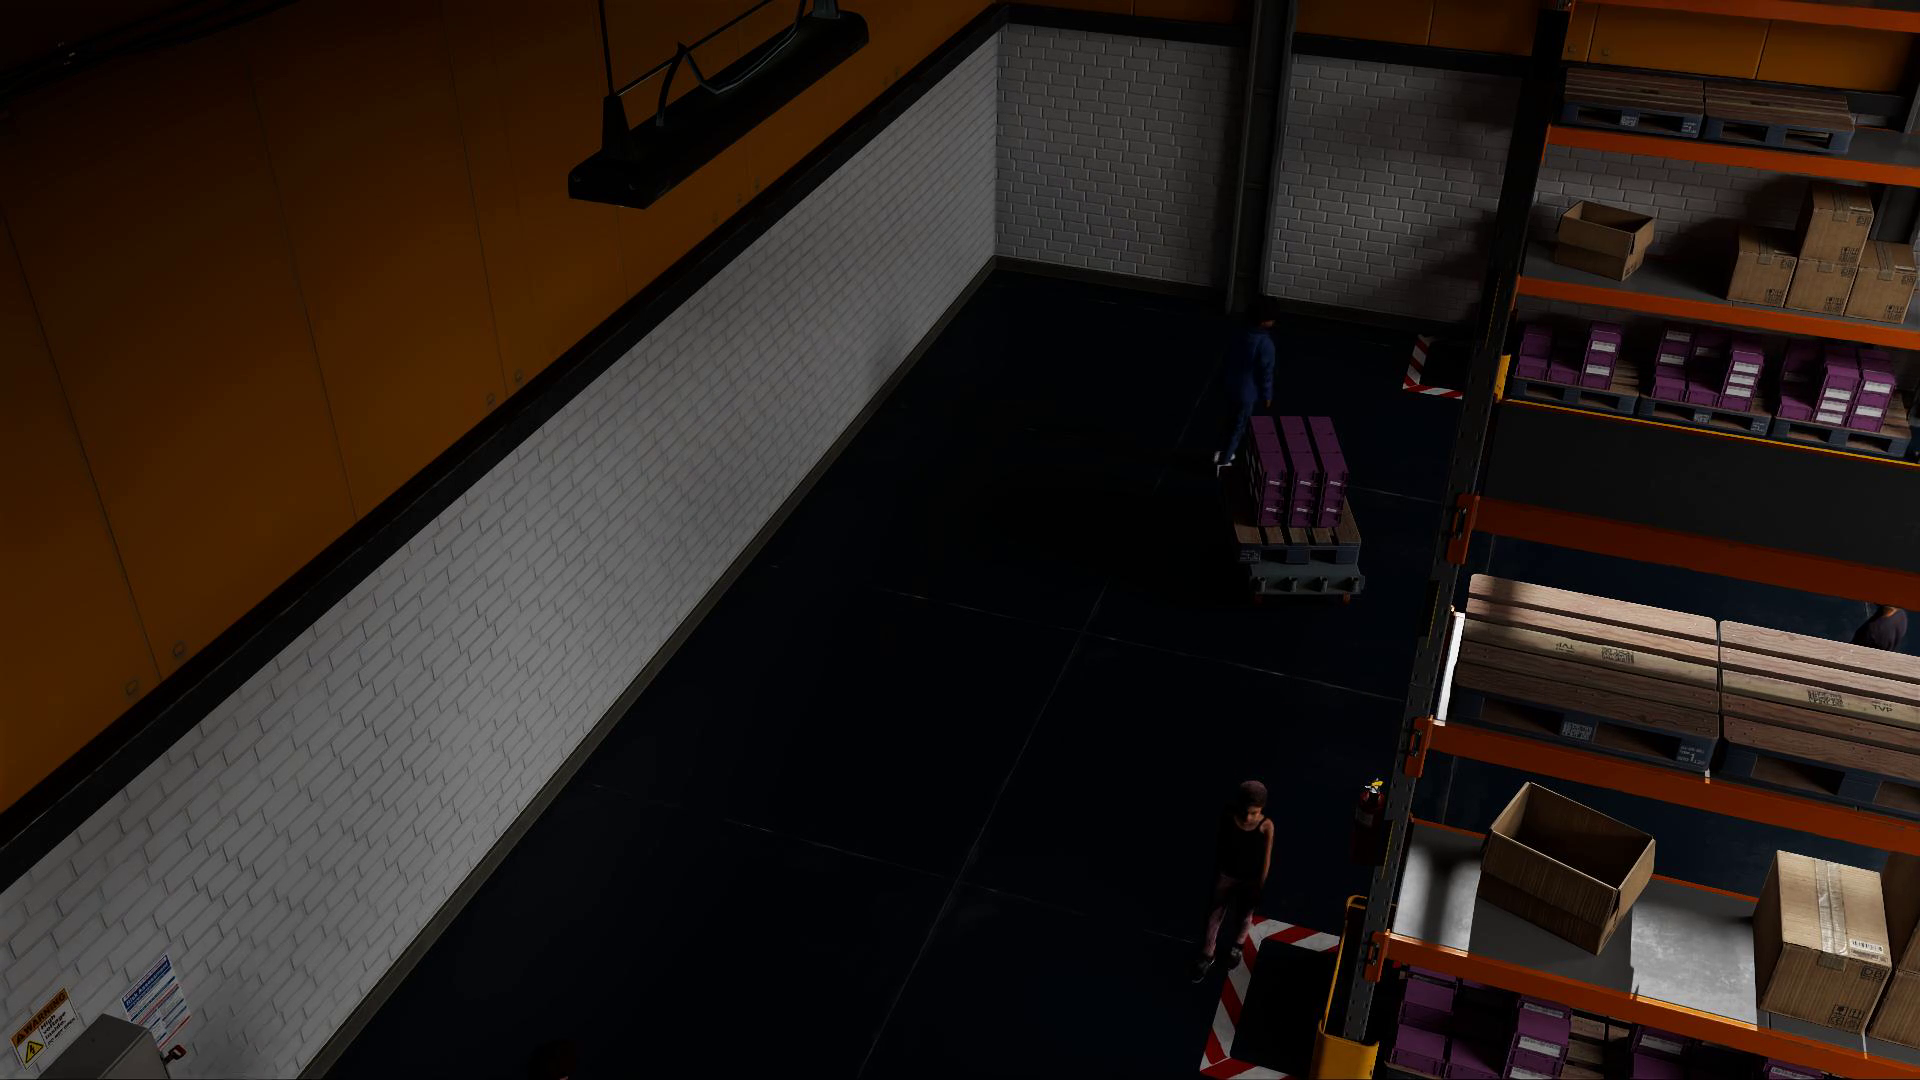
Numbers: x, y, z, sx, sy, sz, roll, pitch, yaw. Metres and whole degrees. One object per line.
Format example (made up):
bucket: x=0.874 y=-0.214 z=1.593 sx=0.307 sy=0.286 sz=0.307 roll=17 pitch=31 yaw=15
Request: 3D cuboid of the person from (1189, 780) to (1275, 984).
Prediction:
person: x=1.737 y=2.003 z=10.169 sx=0.643 sy=1.546 sz=0.613 roll=14 pitch=36 yaw=20

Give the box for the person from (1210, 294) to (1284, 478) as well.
person: x=2.497 y=-1.376 z=15.036 sx=0.919 sy=1.786 sz=0.857 roll=-23 pitch=40 yaw=-31
